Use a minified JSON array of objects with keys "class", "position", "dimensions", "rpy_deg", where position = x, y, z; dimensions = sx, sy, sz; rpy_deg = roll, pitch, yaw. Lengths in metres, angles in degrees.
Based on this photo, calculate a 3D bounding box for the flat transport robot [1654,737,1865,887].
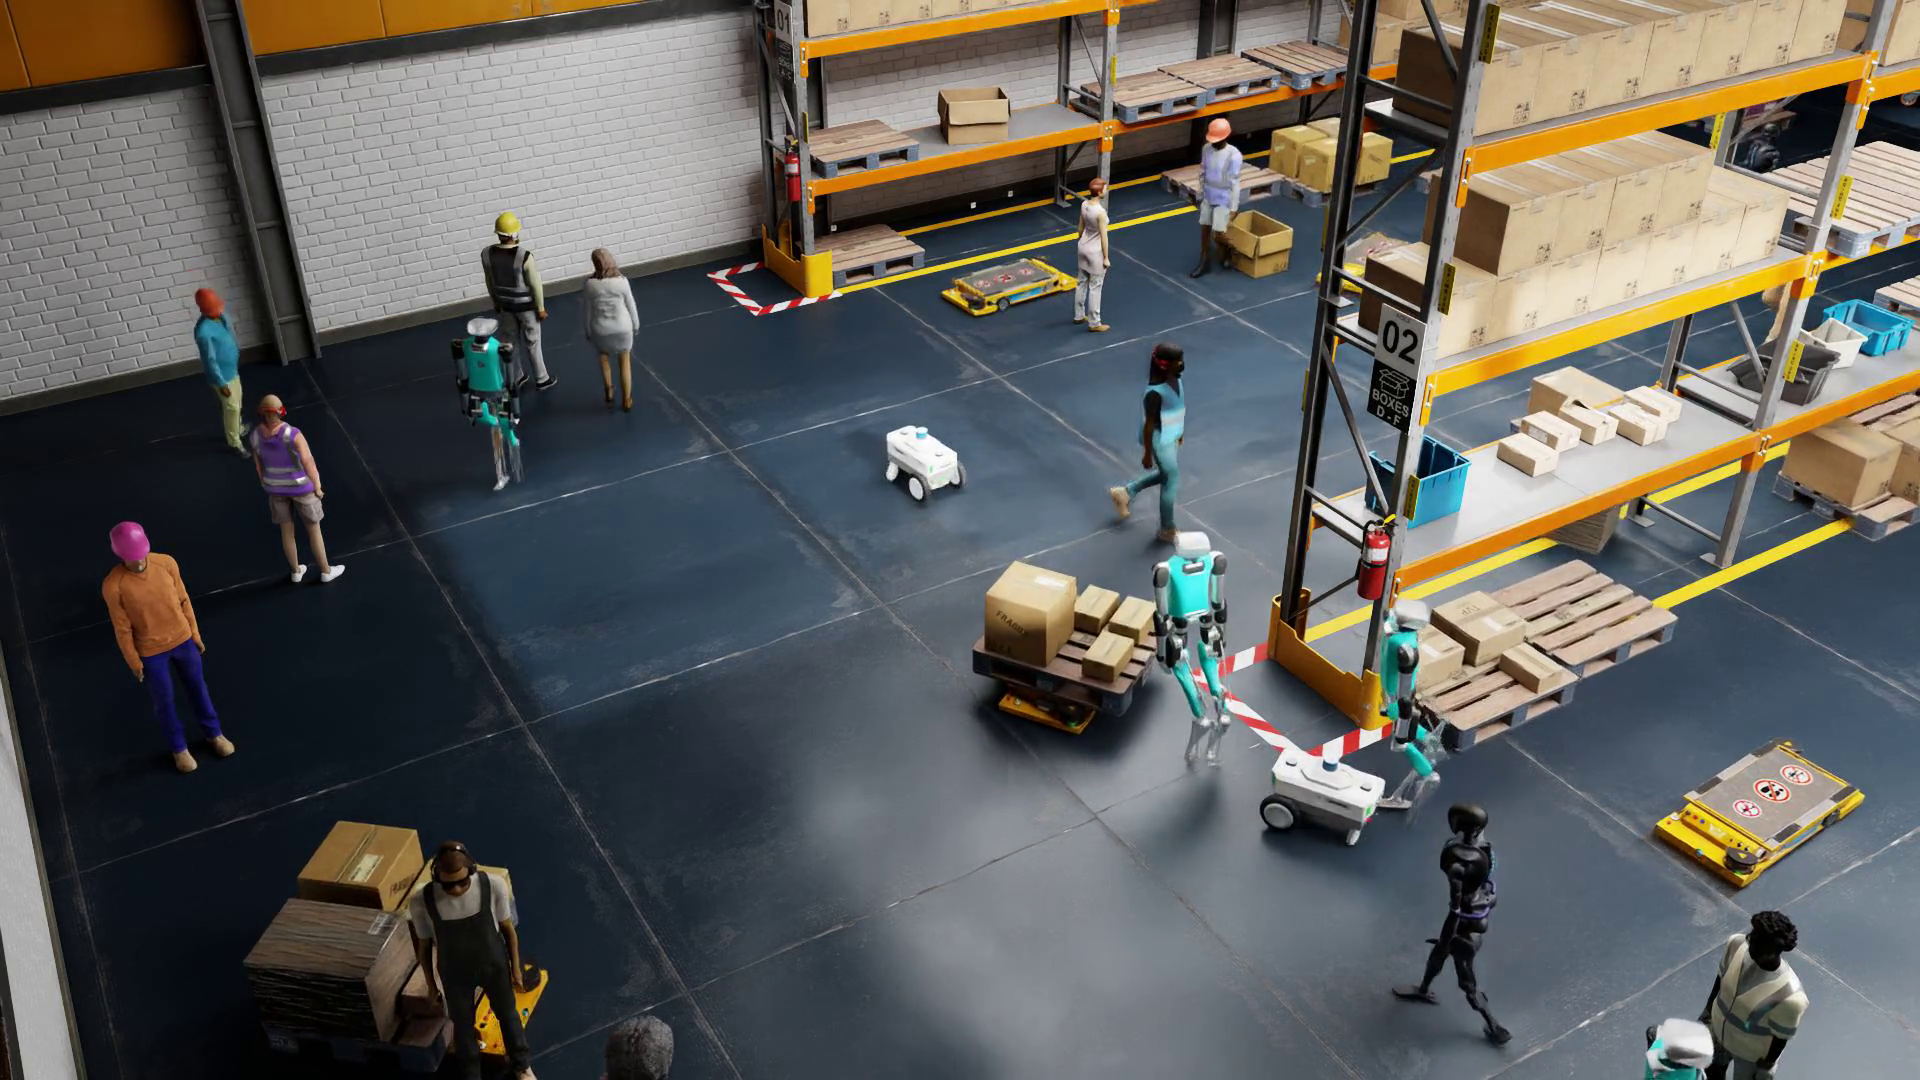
[{"class":"flat transport robot","position":[5.403,1.808,11.200],"dimensions":[1.431,0.231,0.659],"rpy_deg":[-21,38,-29]}]

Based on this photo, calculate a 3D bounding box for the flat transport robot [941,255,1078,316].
[{"class":"flat transport robot","position":[0.560,-2.854,18.635],"dimensions":[1.431,0.231,0.659],"rpy_deg":[-20,37,-29]}]

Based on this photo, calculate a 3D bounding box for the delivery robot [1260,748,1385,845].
[{"class":"delivery robot","position":[2.419,1.687,11.140],"dimensions":[0.782,0.610,0.510],"rpy_deg":[17,36,25]}]

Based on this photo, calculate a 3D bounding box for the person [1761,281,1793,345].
[{"class":"person","position":[8.610,-2.803,17.168],"dimensions":[0.587,1.735,0.586],"rpy_deg":[-16,35,-23]}]

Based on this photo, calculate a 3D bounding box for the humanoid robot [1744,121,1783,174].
[{"class":"humanoid robot","position":[9.120,-4.035,19.217],"dimensions":[0.688,1.637,0.614],"rpy_deg":[-6,33,-9]}]

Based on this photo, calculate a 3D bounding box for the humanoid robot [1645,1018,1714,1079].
[{"class":"humanoid robot","position":[3.534,3.011,7.920],"dimensions":[0.792,1.797,0.584],"rpy_deg":[3,32,5]}]

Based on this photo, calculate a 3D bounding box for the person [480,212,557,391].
[{"class":"person","position":[-4.334,-2.339,16.341],"dimensions":[0.587,1.834,0.403],"rpy_deg":[9,33,15]}]

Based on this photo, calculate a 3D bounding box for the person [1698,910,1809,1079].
[{"class":"person","position":[4.060,2.573,8.642],"dimensions":[0.319,1.691,0.533],"rpy_deg":[-10,34,-16]}]

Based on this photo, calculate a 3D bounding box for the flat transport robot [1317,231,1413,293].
[{"class":"flat transport robot","position":[4.749,-3.205,19.195],"dimensions":[0.659,0.231,1.431],"rpy_deg":[22,38,31]}]

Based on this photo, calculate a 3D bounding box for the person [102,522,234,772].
[{"class":"person","position":[-5.444,0.712,11.352],"dimensions":[0.400,1.973,0.516],"rpy_deg":[26,41,35]}]

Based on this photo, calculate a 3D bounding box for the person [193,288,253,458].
[{"class":"person","position":[-6.740,-1.590,15.268],"dimensions":[0.399,1.702,0.714],"rpy_deg":[-3,32,-4]}]

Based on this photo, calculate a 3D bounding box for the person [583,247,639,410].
[{"class":"person","position":[-3.347,-2.036,16.022],"dimensions":[0.534,1.647,0.387],"rpy_deg":[-6,33,-9]}]

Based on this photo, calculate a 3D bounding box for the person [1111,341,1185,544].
[{"class":"person","position":[1.664,-0.849,13.951],"dimensions":[0.726,1.838,0.533],"rpy_deg":[14,35,21]}]

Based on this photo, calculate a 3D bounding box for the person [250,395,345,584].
[{"class":"person","position":[-5.369,-0.393,13.369],"dimensions":[0.477,1.694,0.349],"rpy_deg":[2,32,3]}]

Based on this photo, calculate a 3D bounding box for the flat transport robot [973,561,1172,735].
[{"class":"flat transport robot","position":[0.891,0.930,12.600],"dimensions":[0.659,0.231,1.431],"rpy_deg":[15,35,23]}]

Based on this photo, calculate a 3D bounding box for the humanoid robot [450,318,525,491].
[{"class":"humanoid robot","position":[-4.059,-1.162,14.661],"dimensions":[0.557,1.900,0.742],"rpy_deg":[1,32,2]}]

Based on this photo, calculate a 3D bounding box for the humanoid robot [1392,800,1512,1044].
[{"class":"humanoid robot","position":[2.897,2.131,9.419],"dimensions":[0.736,1.627,0.583],"rpy_deg":[15,35,23]}]

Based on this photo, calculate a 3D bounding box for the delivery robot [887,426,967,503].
[{"class":"delivery robot","position":[-0.329,-0.702,14.952],"dimensions":[0.524,0.613,0.785],"rpy_deg":[-22,38,-31]}]

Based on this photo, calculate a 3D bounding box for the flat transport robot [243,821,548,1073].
[{"class":"flat transport robot","position":[-3.234,2.687,9.799],"dimensions":[1.431,0.231,0.659],"rpy_deg":[5,32,8]}]

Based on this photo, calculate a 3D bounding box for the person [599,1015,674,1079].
[{"class":"person","position":[-1.530,2.974,8.012],"dimensions":[0.479,1.664,0.450],"rpy_deg":[8,33,12]}]

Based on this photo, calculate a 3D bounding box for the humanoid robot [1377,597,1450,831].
[{"class":"humanoid robot","position":[3.010,1.168,10.879],"dimensions":[0.705,1.830,0.551],"rpy_deg":[0,32,0]}]

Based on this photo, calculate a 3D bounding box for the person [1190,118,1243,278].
[{"class":"person","position":[2.899,-3.825,18.646],"dimensions":[0.560,1.903,0.628],"rpy_deg":[-26,40,-34]}]

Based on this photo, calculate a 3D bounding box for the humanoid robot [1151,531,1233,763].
[{"class":"humanoid robot","position":[1.634,0.837,11.384],"dimensions":[0.552,1.771,0.734],"rpy_deg":[-9,33,-14]}]

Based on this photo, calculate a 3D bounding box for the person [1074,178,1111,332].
[{"class":"person","position":[1.411,-3.021,17.589],"dimensions":[0.270,1.659,0.460],"rpy_deg":[-19,37,-28]}]

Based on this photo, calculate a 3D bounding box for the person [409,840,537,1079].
[{"class":"person","position":[-2.607,2.315,8.916],"dimensions":[0.506,1.838,0.333],"rpy_deg":[-11,34,-17]}]
